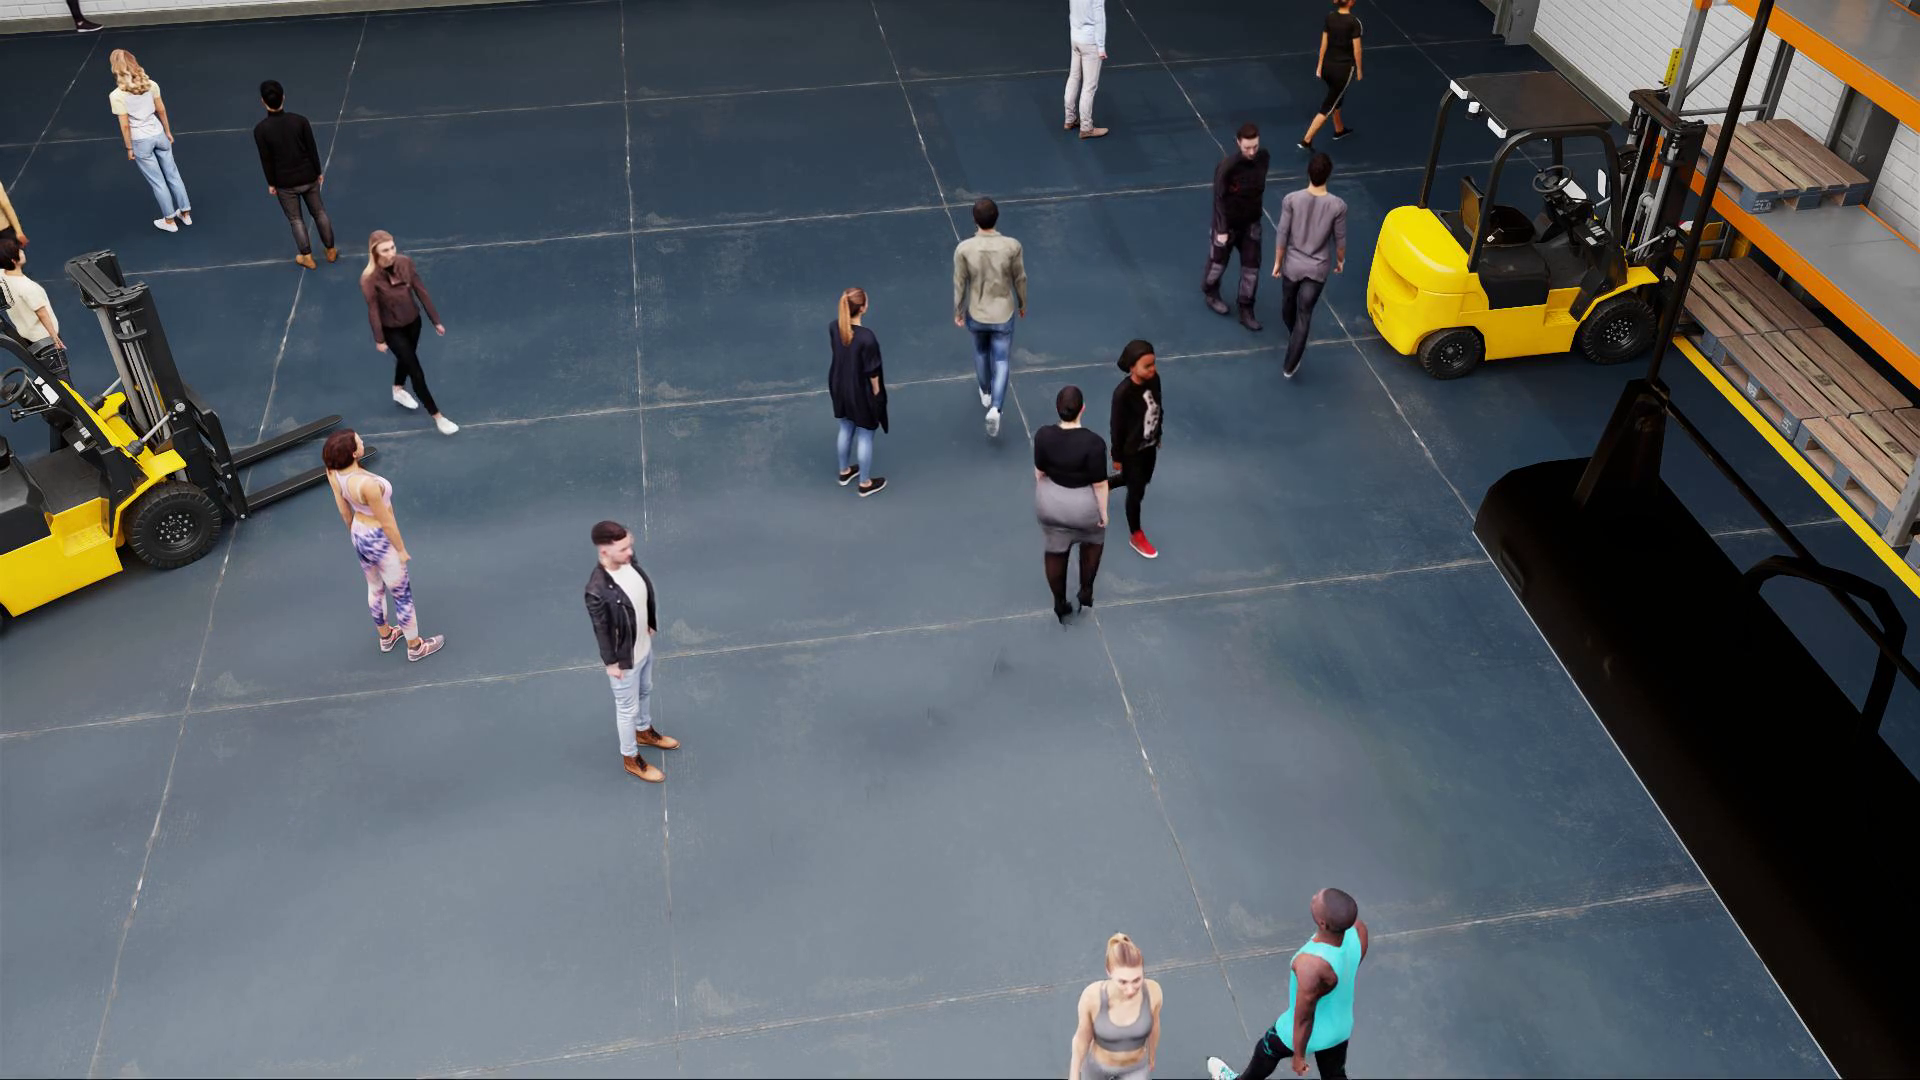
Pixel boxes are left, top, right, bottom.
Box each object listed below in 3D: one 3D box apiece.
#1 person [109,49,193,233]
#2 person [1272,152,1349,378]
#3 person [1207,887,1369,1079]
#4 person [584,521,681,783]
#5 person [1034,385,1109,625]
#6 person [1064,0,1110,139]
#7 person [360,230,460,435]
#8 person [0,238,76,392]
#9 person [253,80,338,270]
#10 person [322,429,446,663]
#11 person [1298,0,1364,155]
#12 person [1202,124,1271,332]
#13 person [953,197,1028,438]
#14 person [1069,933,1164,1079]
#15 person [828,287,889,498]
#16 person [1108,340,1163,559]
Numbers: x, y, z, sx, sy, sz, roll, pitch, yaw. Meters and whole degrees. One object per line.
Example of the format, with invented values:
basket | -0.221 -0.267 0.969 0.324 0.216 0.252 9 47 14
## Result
person | -7.418 -3.652 15.221 0.765 1.723 0.702 23 44 26
person | 2.748 -2.144 13.269 1.060 1.801 1.271 11 40 14
person | 1.722 2.315 7.701 0.918 1.783 1.140 -24 44 -27
person | -1.962 0.629 9.768 0.791 1.837 0.641 9 39 11
person | 0.680 -0.154 10.834 0.826 1.732 0.846 15 41 18
person | 1.276 -5.024 16.803 0.800 1.892 0.636 -20 43 -24
person | -4.320 -1.639 12.755 1.154 1.654 1.080 25 45 28
person | -7.057 -1.589 12.746 0.651 1.587 0.680 19 42 22
person | -5.877 -3.223 14.684 0.720 1.722 0.695 -24 44 -27
person | -3.708 0.027 10.579 0.686 1.767 0.728 19 42 22
person | 3.701 -4.635 16.522 0.972 1.635 1.120 -24 45 -27
person | 2.291 -2.683 13.902 0.841 1.853 1.047 -20 43 -23
person | 0.223 -1.667 12.640 0.866 1.842 1.147 2 39 2
person | 0.693 2.376 7.724 0.666 1.660 1.166 -3 39 -3
person | -0.757 -1.077 12.028 0.695 1.684 0.780 29 47 32
person | 1.177 -0.681 11.551 0.921 1.660 1.056 -30 47 -32
